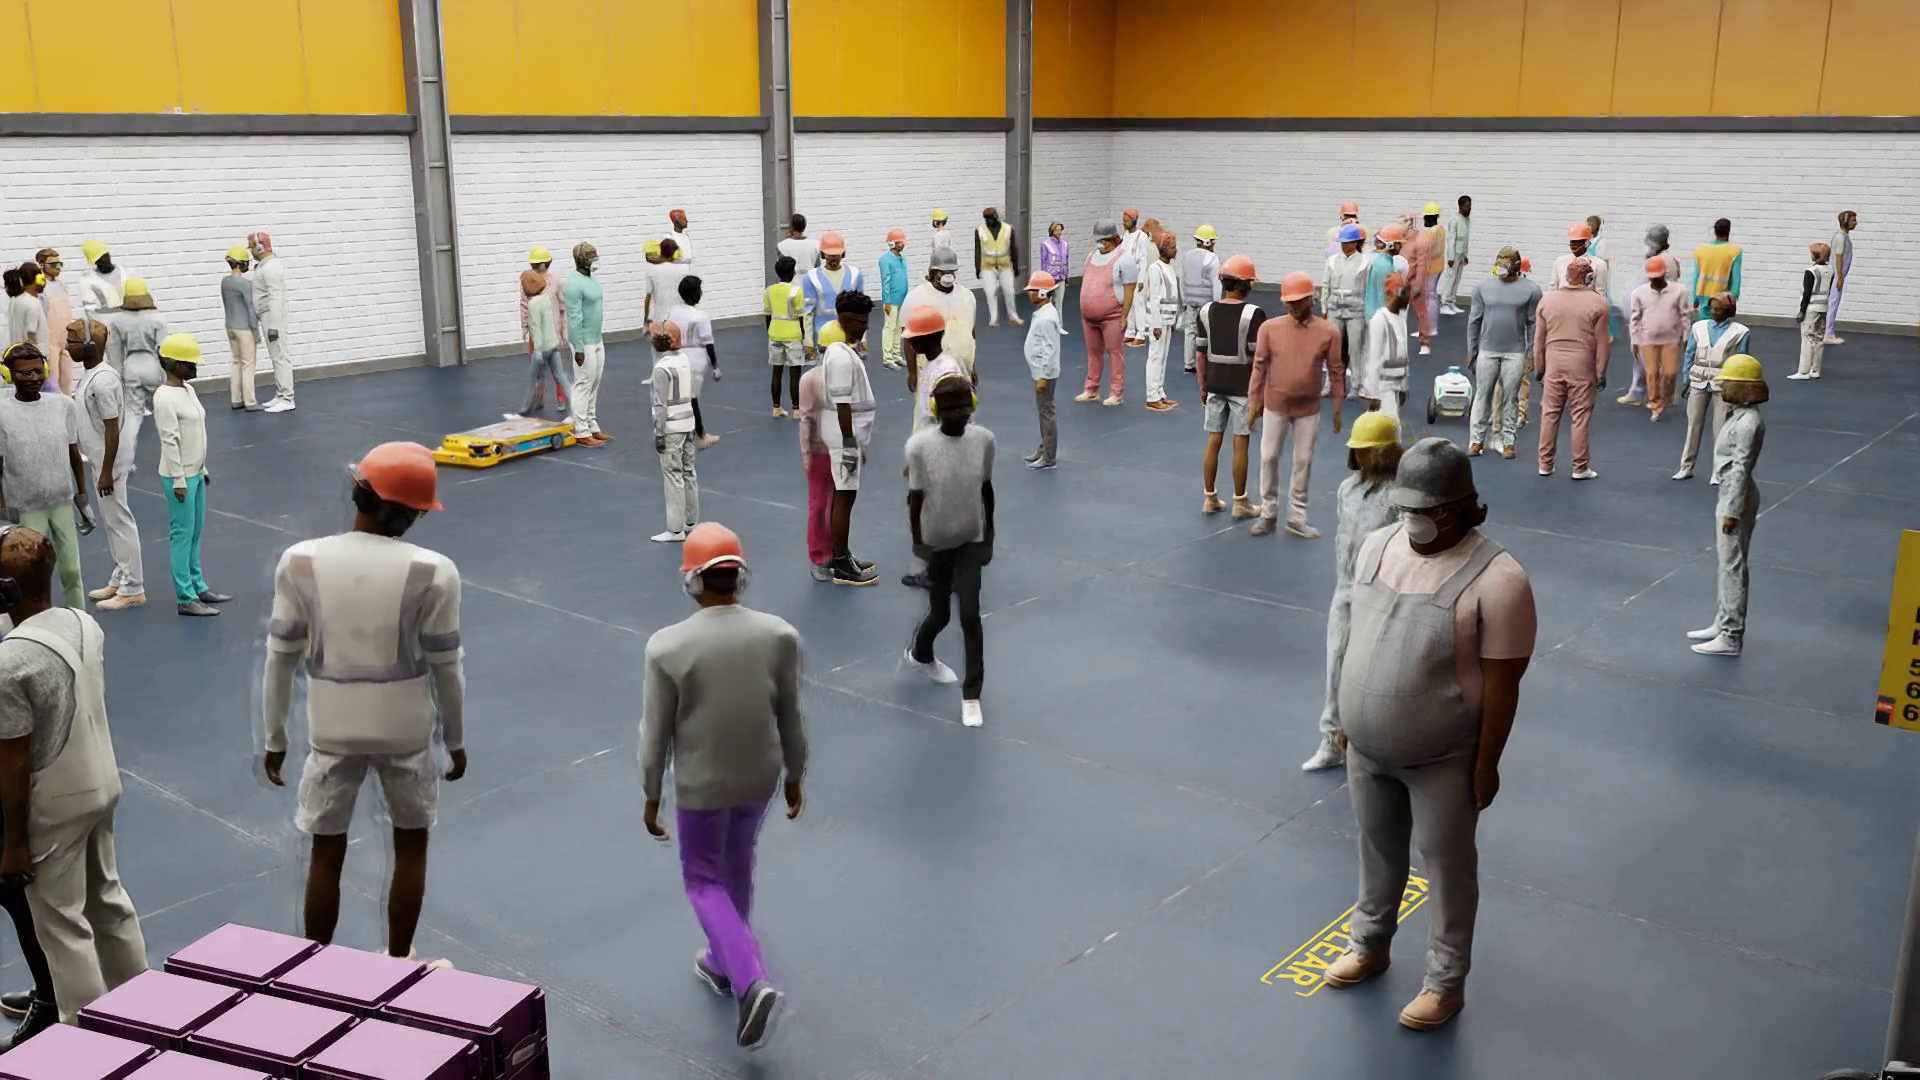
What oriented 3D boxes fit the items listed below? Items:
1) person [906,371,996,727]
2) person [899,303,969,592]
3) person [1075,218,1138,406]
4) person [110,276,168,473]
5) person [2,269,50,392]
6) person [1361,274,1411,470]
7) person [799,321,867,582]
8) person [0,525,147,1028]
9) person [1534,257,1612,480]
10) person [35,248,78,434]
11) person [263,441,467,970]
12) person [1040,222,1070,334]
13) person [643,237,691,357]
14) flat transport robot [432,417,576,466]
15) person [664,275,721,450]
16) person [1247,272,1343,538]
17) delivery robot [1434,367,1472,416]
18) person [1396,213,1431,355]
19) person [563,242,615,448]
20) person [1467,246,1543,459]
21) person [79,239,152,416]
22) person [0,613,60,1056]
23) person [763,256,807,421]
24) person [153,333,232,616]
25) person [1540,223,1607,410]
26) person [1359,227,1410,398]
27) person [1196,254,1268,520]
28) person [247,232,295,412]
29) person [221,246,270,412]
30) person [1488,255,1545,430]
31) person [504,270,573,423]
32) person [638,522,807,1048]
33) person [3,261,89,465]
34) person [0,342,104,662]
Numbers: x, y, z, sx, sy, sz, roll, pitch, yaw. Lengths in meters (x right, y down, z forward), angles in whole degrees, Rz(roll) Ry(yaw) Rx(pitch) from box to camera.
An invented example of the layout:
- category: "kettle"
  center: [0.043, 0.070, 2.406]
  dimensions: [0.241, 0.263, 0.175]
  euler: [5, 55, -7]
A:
- category: "person"
  center: [-0.056, 0.000, 8.634]
  dimensions: [0.511, 1.827, 0.763]
  euler: [-4, 14, -14]
- category: "person"
  center: [-0.166, -0.571, 10.723]
  dimensions: [0.627, 1.904, 0.553]
  euler: [-3, 14, -12]
- category: "person"
  center: [1.554, -2.483, 18.096]
  dimensions: [0.535, 2.000, 0.674]
  euler: [-13, 19, -43]
- category: "person"
  center: [-7.184, -1.454, 14.640]
  dimensions: [0.497, 1.721, 0.747]
  euler: [-1, 14, -3]
- category: "person"
  center: [-8.786, -1.709, 15.726]
  dimensions: [0.321, 1.686, 0.540]
  euler: [-6, 15, -22]
- category: "person"
  center: [3.549, -1.246, 13.588]
  dimensions: [0.717, 1.834, 0.640]
  euler: [10, 17, 34]
- category: "person"
  center: [-0.849, -0.600, 11.169]
  dimensions: [0.545, 1.756, 0.395]
  euler: [-12, 18, -39]
- category: "person"
  center: [-2.813, 0.849, 5.206]
  dimensions: [0.341, 1.839, 0.501]
  euler: [0, 14, 1]
- category: "person"
  center: [5.275, -1.474, 14.335]
  dimensions: [0.640, 1.910, 0.401]
  euler: [12, 18, 40]
- category: "person"
  center: [-8.825, -1.919, 16.238]
  dimensions: [0.336, 1.844, 0.508]
  euler: [2, 14, 8]
- category: "person"
  center: [-2.096, 0.660, 5.676]
  dimensions: [0.841, 1.992, 0.385]
  euler: [-2, 14, -8]
- category: "person"
  center: [1.374, -3.789, 24.129]
  dimensions: [0.514, 1.641, 0.308]
  euler: [-11, 18, -37]
- category: "person"
  center: [-3.150, -2.349, 18.022]
  dimensions: [0.542, 1.825, 0.843]
  euler: [-5, 15, -19]
- category: "flat transport robot"
  center: [-4.207, -0.928, 15.469]
  dimensions: [0.652, 0.197, 1.431]
  euler: [7, 16, 26]
- category: "person"
  center: [-2.421, -1.594, 15.309]
  dimensions: [0.550, 1.655, 0.817]
  euler: [11, 18, 37]
- category: "person"
  center: [2.453, -0.977, 12.202]
  dimensions: [0.674, 1.973, 0.420]
  euler: [2, 14, 9]
- category: "delivery robot"
  center: [5.090, -1.545, 17.172]
  dimensions: [0.477, 0.478, 0.707]
  euler: [3, 14, 13]
- category: "person"
  center: [5.976, -3.385, 22.083]
  dimensions: [0.684, 1.865, 0.661]
  euler: [-7, 16, -25]
- category: "person"
  center: [-3.528, -1.848, 15.765]
  dimensions: [0.357, 1.938, 0.638]
  euler: [2, 14, 6]
- category: "person"
  center: [4.959, -1.714, 15.233]
  dimensions: [0.635, 1.936, 0.359]
  euler: [6, 15, 21]
- category: "person"
  center: [-8.697, -2.177, 17.201]
  dimensions: [0.500, 1.880, 0.653]
  euler: [9, 16, 31]
- category: "person"
  center: [-3.110, 0.734, 5.395]
  dimensions: [0.361, 1.962, 0.613]
  euler: [-4, 15, -15]
- category: "person"
  center: [-1.784, -2.078, 17.174]
  dimensions: [0.530, 1.698, 0.322]
  euler: [9, 17, 31]
- category: "person"
  center: [-4.809, -0.409, 10.379]
  dimensions: [0.320, 1.763, 0.522]
  euler: [-2, 14, -9]
- category: "person"
  center: [6.570, -2.387, 17.807]
  dimensions: [0.624, 1.992, 0.385]
  euler: [13, 19, 43]
- category: "person"
  center: [4.676, -2.512, 18.483]
  dimensions: [0.639, 1.910, 0.406]
  euler: [7, 16, 27]
- category: "person"
  center: [2.112, -1.177, 12.874]
  dimensions: [0.607, 2.044, 0.375]
  euler: [11, 18, 38]
- category: "person"
  center: [-7.354, -2.317, 17.721]
  dimensions: [0.401, 1.901, 0.640]
  euler: [-6, 15, -23]
- category: "person"
  center: [-7.634, -2.246, 17.720]
  dimensions: [0.526, 1.761, 0.339]
  euler: [10, 17, 35]
- category: "person"
  center: [5.549, -1.982, 16.683]
  dimensions: [0.331, 1.746, 0.575]
  euler: [-13, 19, -41]
- category: "person"
  center: [-4.232, -1.930, 16.797]
  dimensions: [0.837, 1.579, 0.533]
  euler: [3, 14, 10]
- category: "person"
  center: [-0.760, 0.813, 5.583]
  dimensions: [0.596, 1.716, 0.737]
  euler: [-10, 17, -34]
- category: "person"
  center: [-8.346, -1.566, 14.867]
  dimensions: [0.810, 1.837, 0.524]
  euler: [-12, 18, -39]
- category: "person"
  center: [-5.108, -0.181, 9.276]
  dimensions: [0.327, 1.861, 0.499]
  euler: [11, 18, 37]
